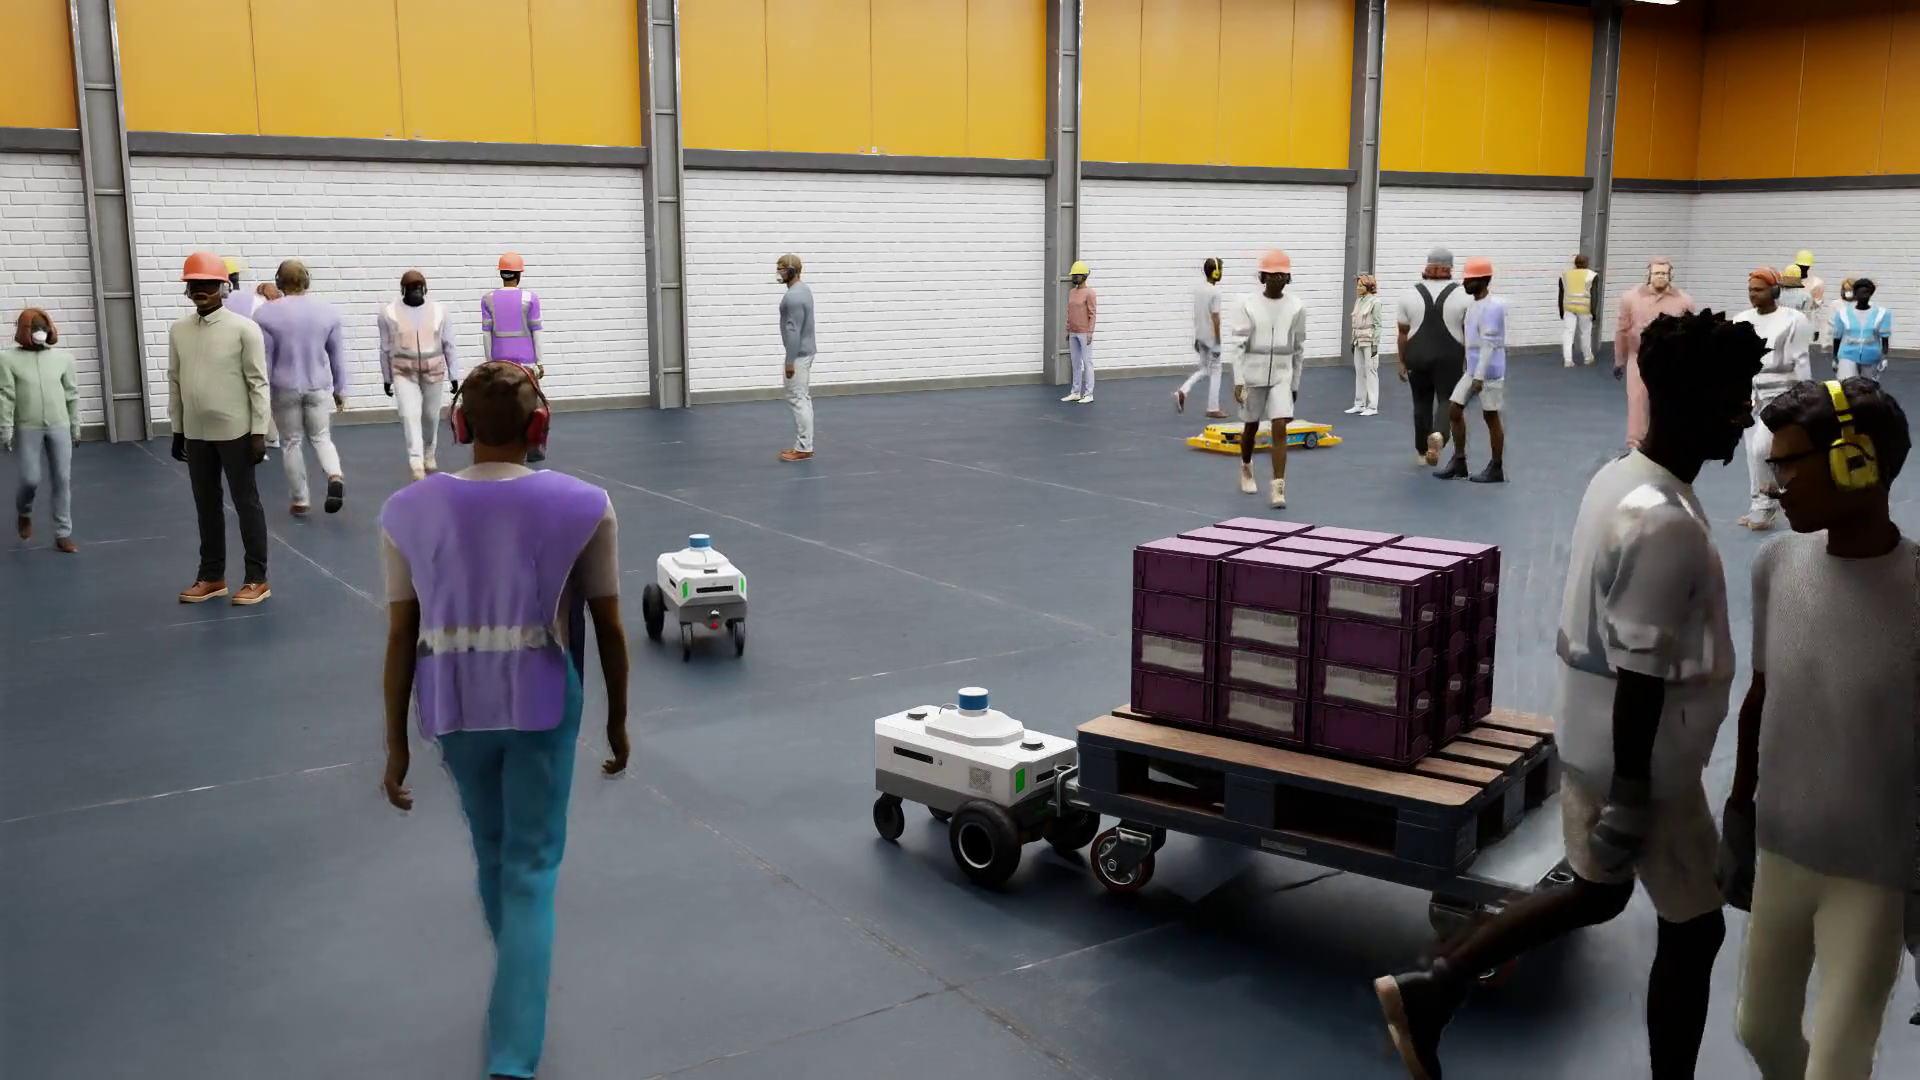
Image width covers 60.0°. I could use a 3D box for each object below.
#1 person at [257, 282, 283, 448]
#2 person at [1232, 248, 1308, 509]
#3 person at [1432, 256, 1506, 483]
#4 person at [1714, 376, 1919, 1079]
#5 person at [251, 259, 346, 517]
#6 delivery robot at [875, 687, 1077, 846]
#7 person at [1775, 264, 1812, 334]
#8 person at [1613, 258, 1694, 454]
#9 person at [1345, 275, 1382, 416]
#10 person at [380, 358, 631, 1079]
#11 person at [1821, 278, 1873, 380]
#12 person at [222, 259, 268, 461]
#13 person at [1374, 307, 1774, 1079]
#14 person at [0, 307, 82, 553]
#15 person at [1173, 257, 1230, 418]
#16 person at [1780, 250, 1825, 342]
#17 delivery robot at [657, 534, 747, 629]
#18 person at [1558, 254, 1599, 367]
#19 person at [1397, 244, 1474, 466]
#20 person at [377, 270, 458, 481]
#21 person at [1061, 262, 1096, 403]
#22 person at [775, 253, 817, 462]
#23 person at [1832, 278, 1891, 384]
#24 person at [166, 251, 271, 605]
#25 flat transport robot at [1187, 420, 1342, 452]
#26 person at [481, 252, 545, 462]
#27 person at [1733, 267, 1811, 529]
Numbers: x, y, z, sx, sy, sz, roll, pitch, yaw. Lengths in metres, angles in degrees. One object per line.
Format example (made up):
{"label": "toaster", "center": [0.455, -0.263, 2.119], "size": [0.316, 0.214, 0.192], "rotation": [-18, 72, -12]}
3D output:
{"label": "person", "center": [-6.737, -1.721, 16.411], "size": [0.313, 1.635, 0.528], "rotation": [7, 13, 34]}
{"label": "person", "center": [2.414, -1.290, 13.095], "size": [0.603, 2.004, 1.053], "rotation": [0, 10, 0]}
{"label": "person", "center": [4.323, -1.422, 14.016], "size": [0.699, 1.910, 0.560], "rotation": [-2, 10, -9]}
{"label": "person", "center": [1.672, 0.609, 3.110], "size": [0.697, 1.839, 0.601], "rotation": [-5, 11, -25]}
{"label": "person", "center": [-4.815, -1.092, 12.199], "size": [0.633, 1.921, 0.689], "rotation": [-8, 13, -36]}
{"label": "delivery robot", "center": [0.043, 0.742, 5.623], "size": [0.707, 0.478, 0.477], "rotation": [9, 14, 41]}
{"label": "person", "center": [10.044, -2.467, 20.214], "size": [0.494, 1.743, 0.309], "rotation": [4, 11, 20]}
{"label": "person", "center": [6.371, -1.633, 15.270], "size": [0.679, 1.868, 0.905], "rotation": [4, 11, 19]}
{"label": "person", "center": [4.729, -2.265, 19.389], "size": [0.311, 1.638, 0.522], "rotation": [-3, 11, -17]}
{"label": "person", "center": [-1.120, 0.453, 4.115], "size": [0.577, 1.786, 1.027], "rotation": [-1, 10, -4]}
{"label": "person", "center": [10.395, -2.265, 19.539], "size": [0.491, 1.592, 0.801], "rotation": [10, 14, 43]}
{"label": "person", "center": [-6.726, -1.691, 15.610], "size": [0.632, 1.865, 0.956], "rotation": [-5, 11, -26]}
{"label": "person", "center": [1.412, 0.450, 3.709], "size": [0.838, 1.935, 0.623], "rotation": [2, 10, 9]}
{"label": "person", "center": [-6.093, -0.732, 11.018], "size": [0.527, 1.619, 0.512], "rotation": [10, 14, 44]}
{"label": "person", "center": [2.781, -2.294, 18.972], "size": [0.629, 1.850, 0.528], "rotation": [-5, 12, -27]}
{"label": "person", "center": [10.848, -2.794, 21.573], "size": [0.614, 1.899, 0.500], "rotation": [5, 12, 27]}
{"label": "delivery robot", "center": [-1.325, 0.216, 8.497], "size": [0.477, 0.478, 0.707], "rotation": [-3, 11, -20]}
{"label": "person", "center": [9.968, -3.691, 26.762], "size": [0.658, 1.795, 0.931], "rotation": [7, 13, 35]}
{"label": "person", "center": [4.254, -1.648, 14.904], "size": [0.693, 2.000, 0.796], "rotation": [5, 11, 24]}
{"label": "person", "center": [-4.713, -1.449, 14.486], "size": [0.637, 1.809, 0.926], "rotation": [-5, 11, -24]}
{"label": "person", "center": [1.503, -2.602, 20.894], "size": [0.315, 1.769, 0.525], "rotation": [-7, 12, -34]}
{"label": "person", "center": [-1.523, -1.695, 15.481], "size": [0.378, 1.928, 0.630], "rotation": [0, 10, 0]}
{"label": "person", "center": [9.321, -1.880, 17.242], "size": [0.535, 1.655, 0.860], "rotation": [5, 11, 24]}
{"label": "person", "center": [-4.208, -0.627, 9.428], "size": [0.622, 1.997, 0.372], "rotation": [2, 11, 13]}
{"label": "flat transport robot", "center": [3.012, -1.037, 16.414], "size": [1.431, 0.197, 0.652], "rotation": [-6, 12, -30]}
{"label": "person", "center": [-4.111, -1.678, 15.352], "size": [0.551, 1.937, 0.357], "rotation": [-1, 10, -3]}
{"label": "person", "center": [5.711, -0.997, 11.835], "size": [0.563, 1.858, 0.607], "rotation": [-6, 12, -28]}
